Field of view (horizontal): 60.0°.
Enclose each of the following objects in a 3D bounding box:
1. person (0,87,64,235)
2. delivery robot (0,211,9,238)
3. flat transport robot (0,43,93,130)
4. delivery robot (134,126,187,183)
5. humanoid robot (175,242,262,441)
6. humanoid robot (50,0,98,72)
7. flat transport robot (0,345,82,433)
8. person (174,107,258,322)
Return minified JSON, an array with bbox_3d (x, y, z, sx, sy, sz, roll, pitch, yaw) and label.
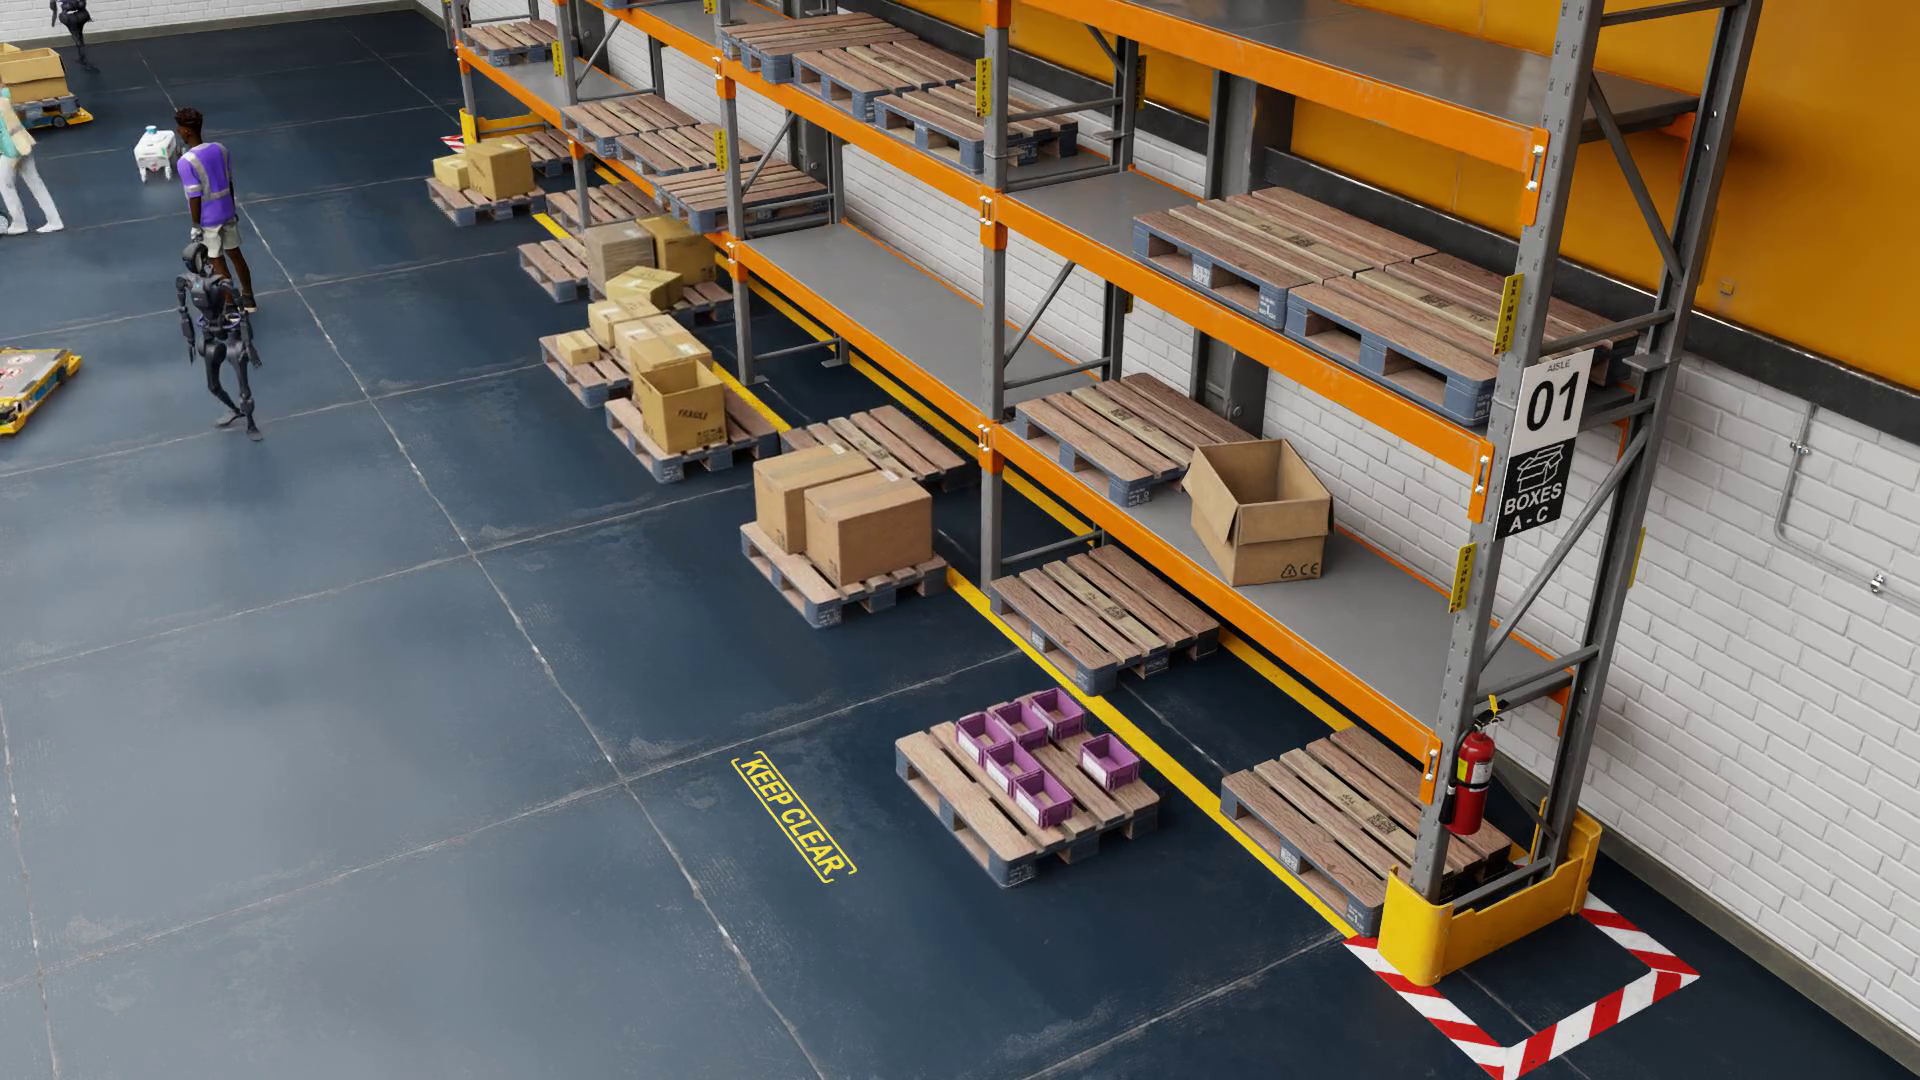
[{"bbox_3d":[-9.833,-3.995,17.254,0.697,1.661,0.494,-4,30,-7],"label":"person"},{"bbox_3d":[-10.337,-3.332,17.240,0.499,0.612,0.805,7,30,12],"label":"delivery robot"},{"bbox_3d":[-11.835,-5.331,21.043,1.431,0.231,0.659,-22,36,-34],"label":"flat transport robot"},{"bbox_3d":[-9.307,-4.493,19.292,0.499,0.613,0.807,-7,30,-12],"label":"delivery robot"},{"bbox_3d":[-5.746,-1.570,12.983,0.610,1.644,0.476,5,30,8],"label":"humanoid robot"},{"bbox_3d":[-12.543,-7.440,23.362,0.713,1.631,0.587,12,32,21],"label":"humanoid robot"},{"bbox_3d":[-7.934,-1.259,13.854,0.659,0.231,1.431,-2,30,-4],"label":"flat transport robot"},{"bbox_3d":[-6.793,-2.948,15.116,0.361,1.963,0.611,7,30,13],"label":"person"}]
